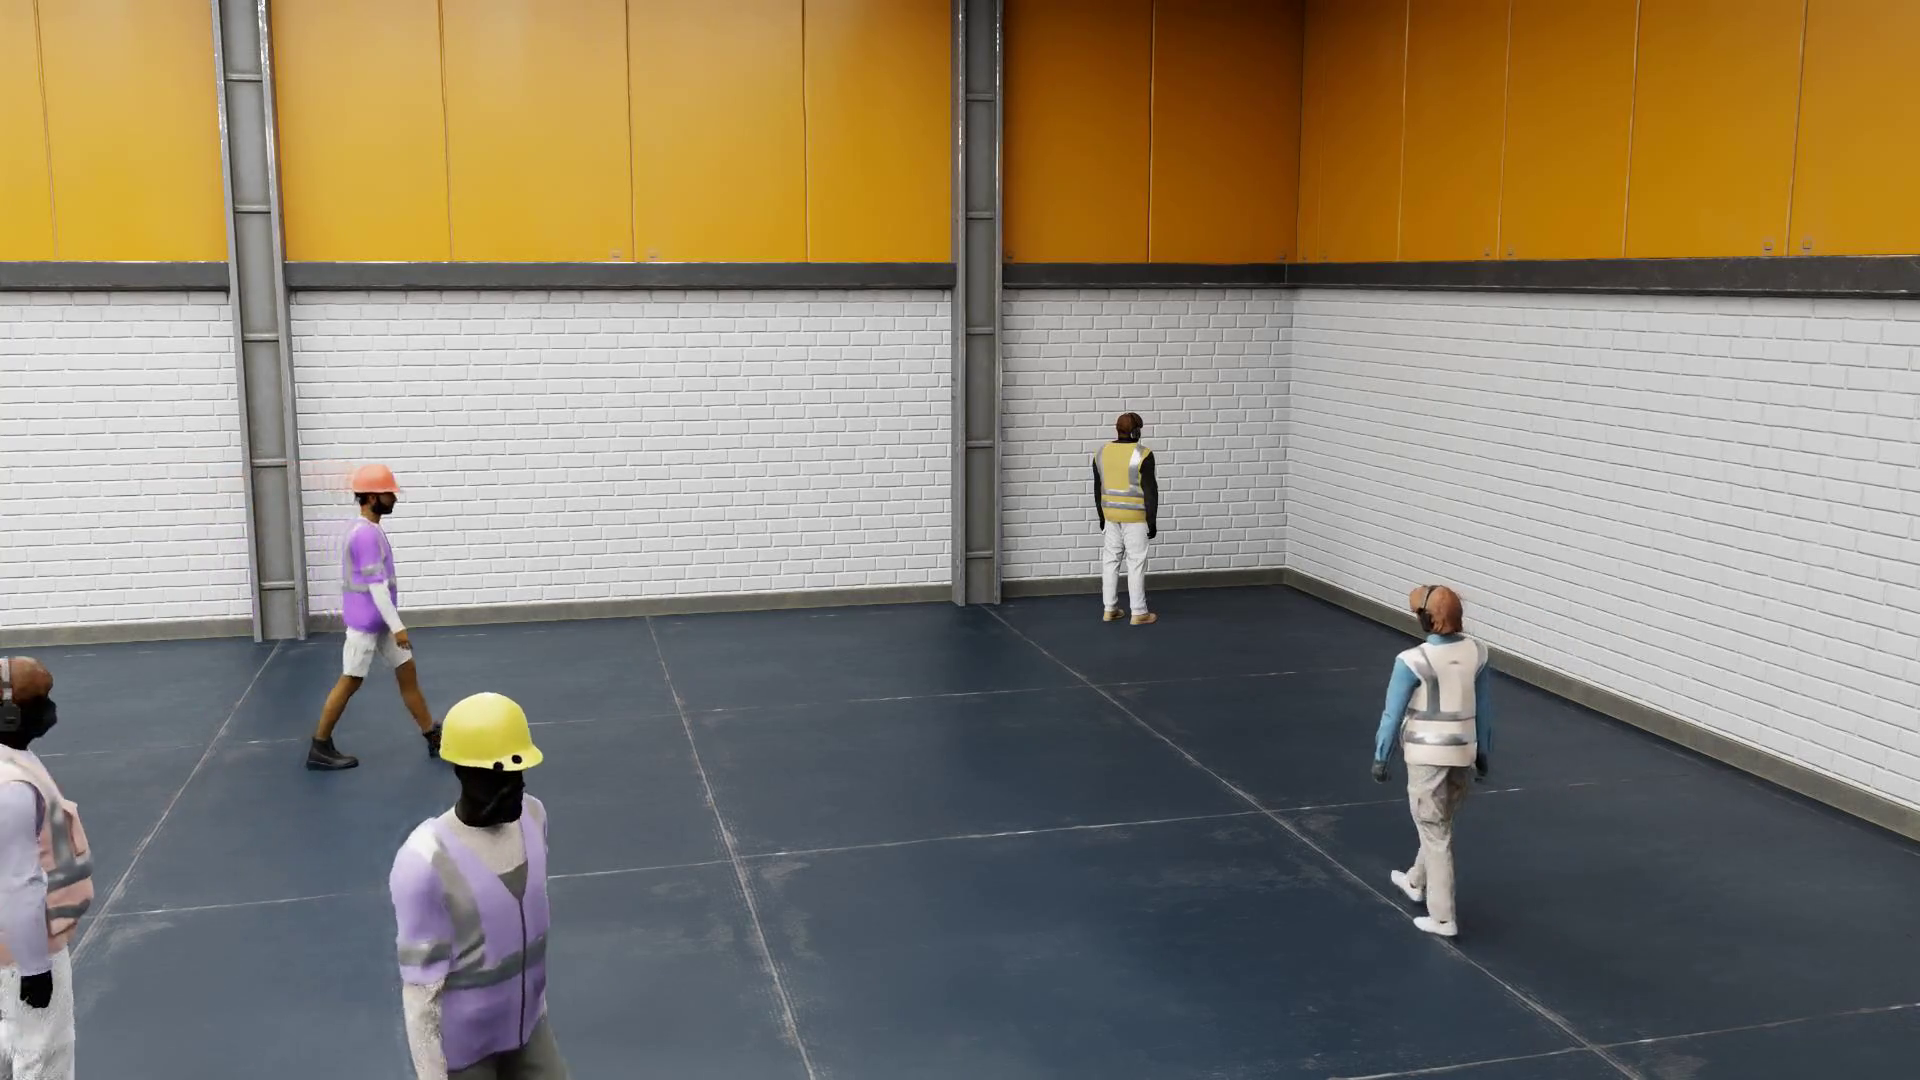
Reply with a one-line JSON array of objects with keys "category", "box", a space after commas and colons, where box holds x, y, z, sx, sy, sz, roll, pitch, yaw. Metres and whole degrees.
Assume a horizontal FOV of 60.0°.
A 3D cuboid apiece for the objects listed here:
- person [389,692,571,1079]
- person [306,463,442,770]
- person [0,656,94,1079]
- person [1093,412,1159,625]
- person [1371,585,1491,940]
[{"category": "person", "box": [-1.304, 1.353, 4.607, 0.436, 1.914, 0.602, 4, 10, 25]}, {"category": "person", "box": [-3.568, 0.474, 10.196, 1.011, 1.887, 0.550, -2, 9, -12]}, {"category": "person", "box": [-3.089, 1.276, 5.349, 0.564, 1.832, 0.628, -6, 11, -34]}, {"category": "person", "box": [1.459, -0.188, 14.436, 0.627, 1.844, 0.429, 7, 12, 38]}, {"category": "person", "box": [2.133, 0.994, 7.724, 0.544, 1.612, 0.675, -4, 10, -25]}]
